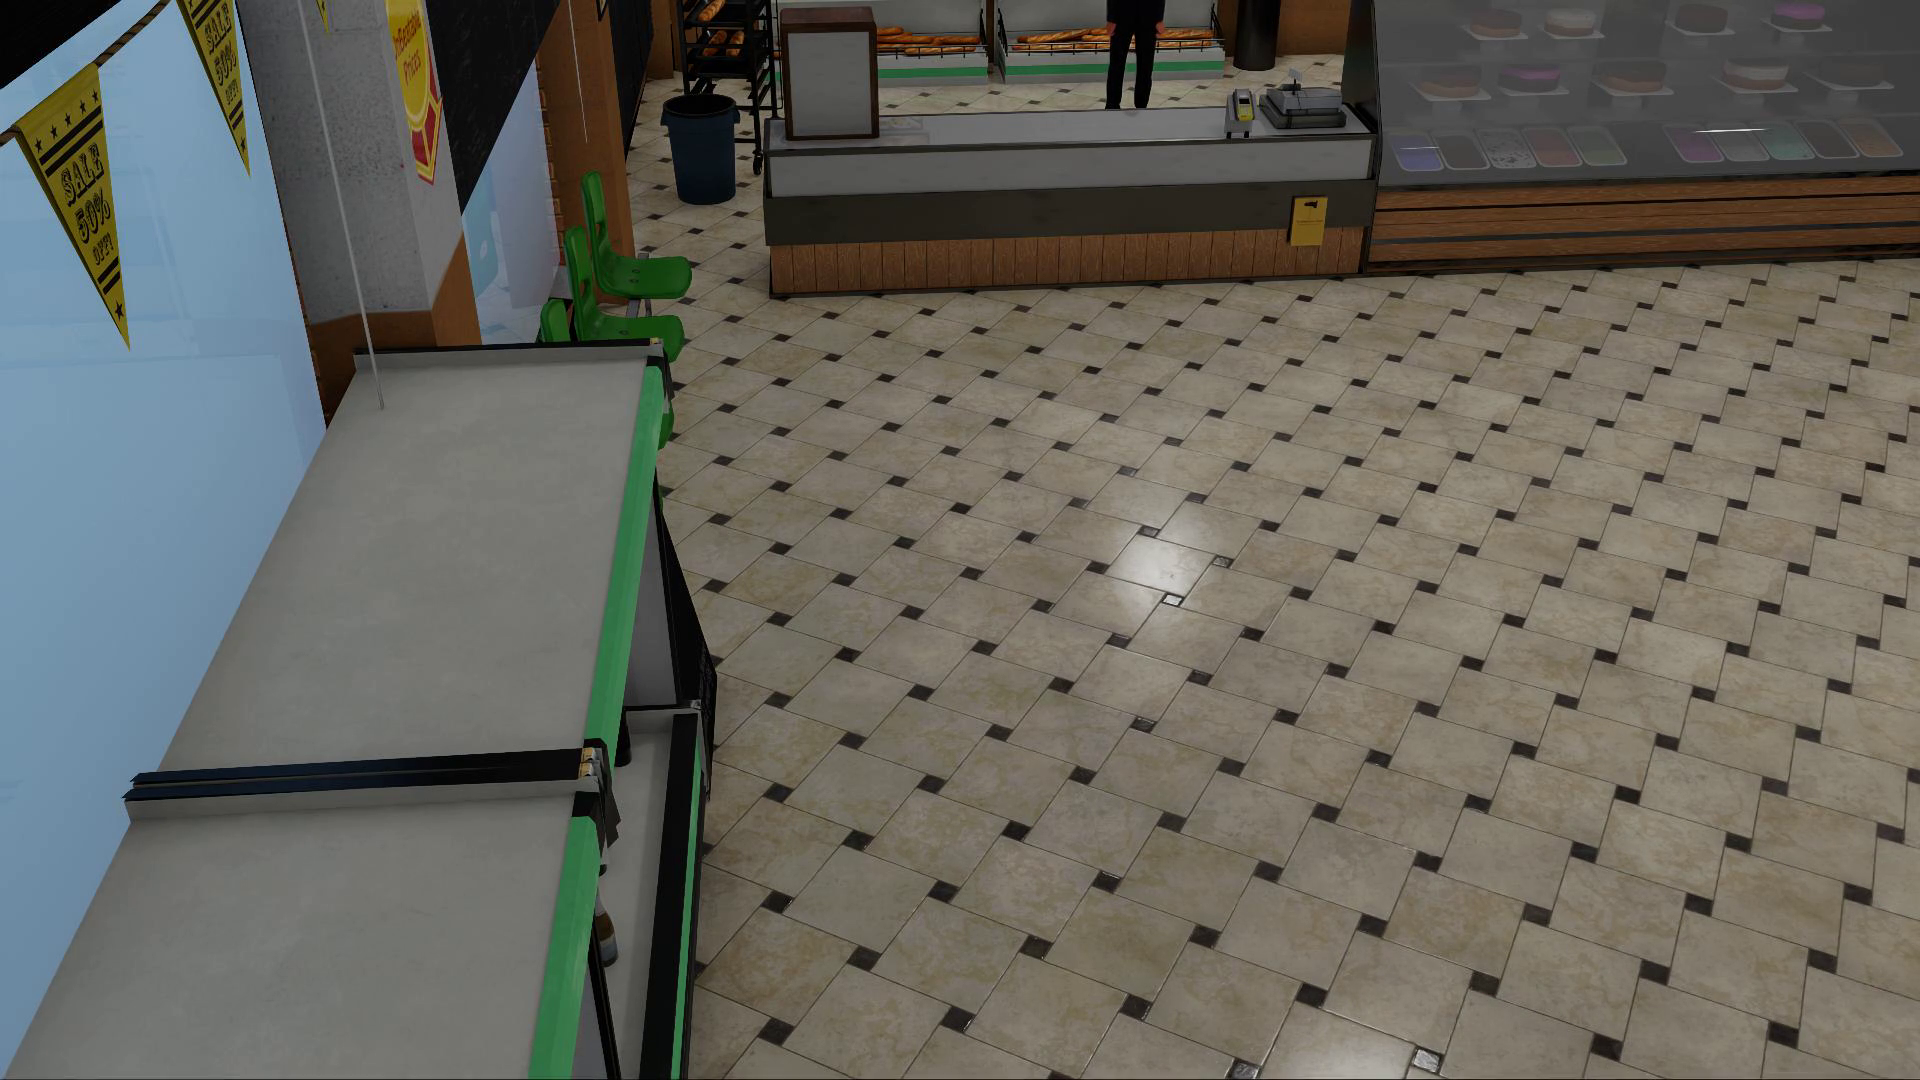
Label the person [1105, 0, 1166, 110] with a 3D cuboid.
[{"bbox_3d":[1.424,-4.245,13.476,0.622,1.868,0.564,-2,32,-4],"label":"person"}]
